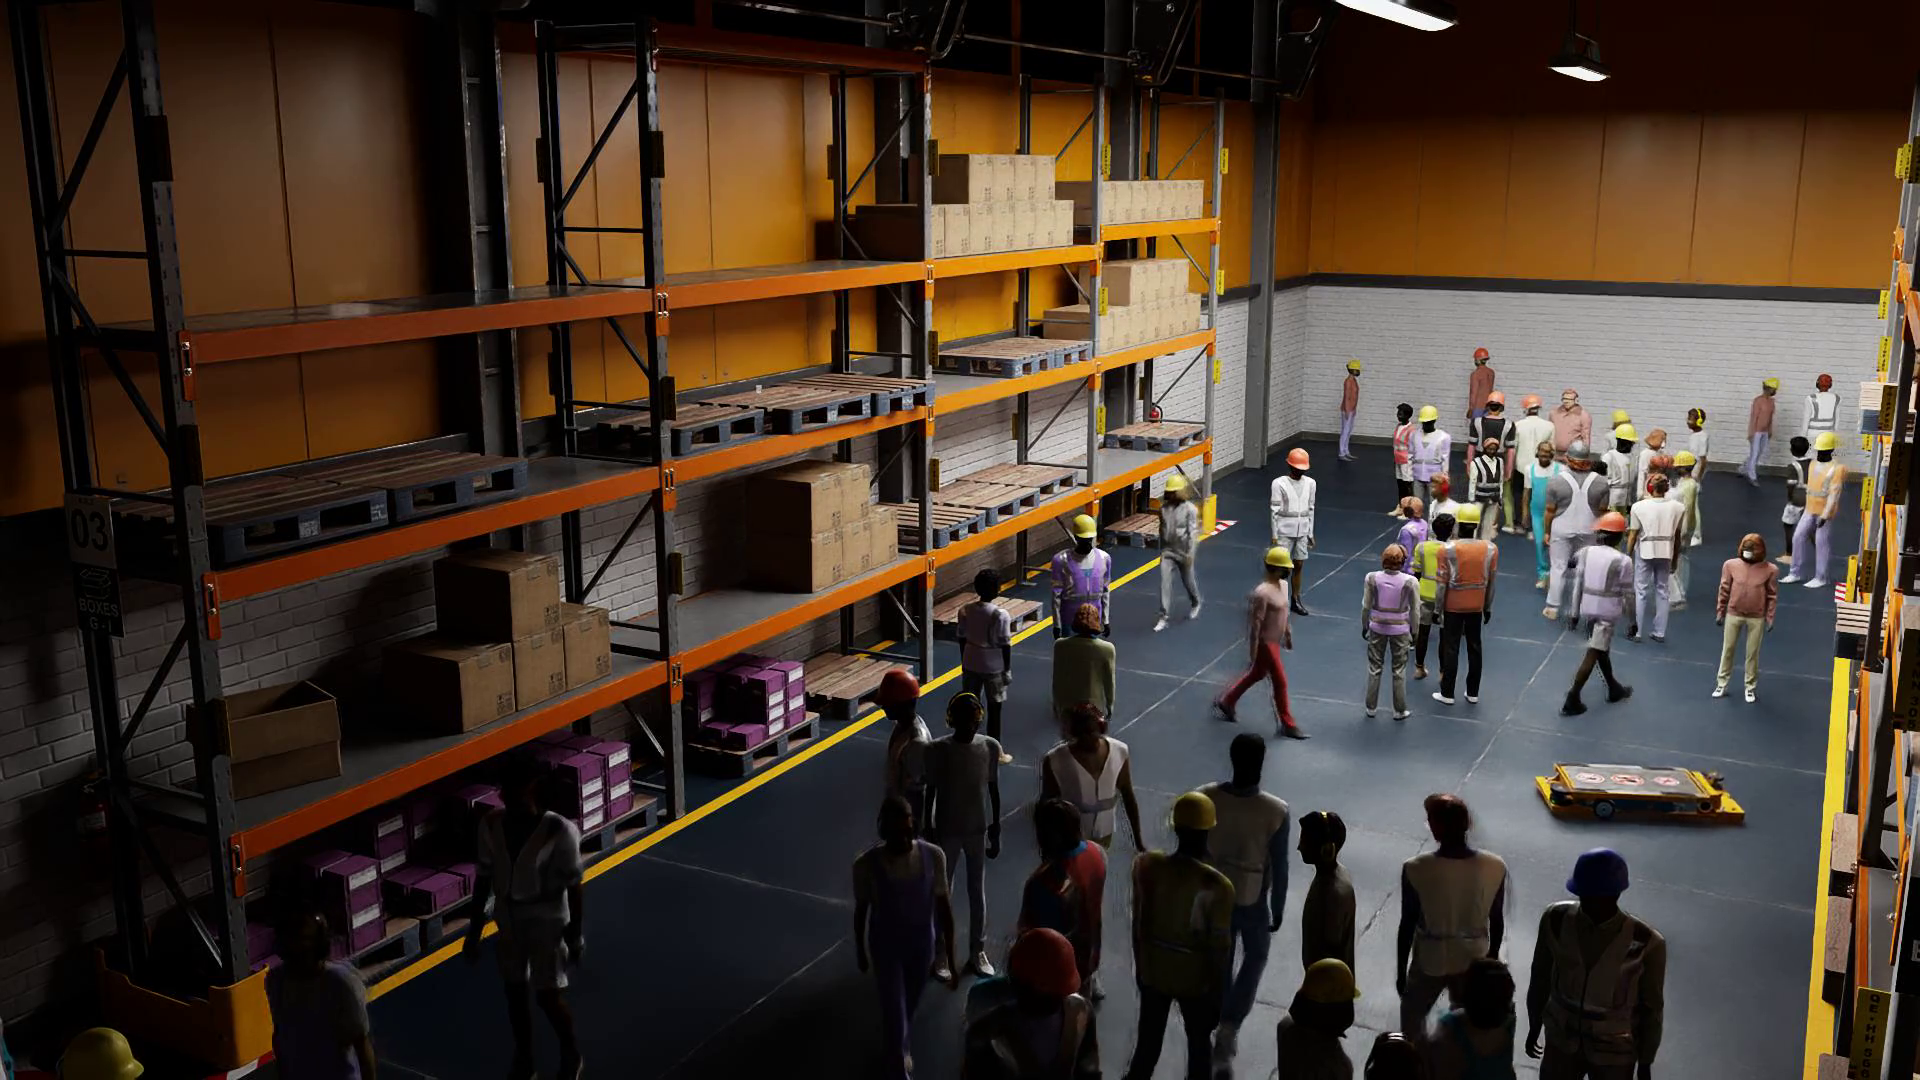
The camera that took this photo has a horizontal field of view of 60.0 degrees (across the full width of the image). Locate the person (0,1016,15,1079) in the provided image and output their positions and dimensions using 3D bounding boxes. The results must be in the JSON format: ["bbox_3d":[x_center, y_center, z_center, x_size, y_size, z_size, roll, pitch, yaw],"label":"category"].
[{"bbox_3d":[-4.215,2.590,7.001,0.429,1.831,0.635,3,13,14],"label":"person"}]

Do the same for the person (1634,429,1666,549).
[{"bbox_3d":[9.119,-0.665,22.025,0.550,1.622,0.296,-9,16,-36],"label":"person"}]

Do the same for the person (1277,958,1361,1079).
[{"bbox_3d":[1.523,2.607,7.139,0.342,1.736,0.486,-5,14,-22],"label":"person"}]

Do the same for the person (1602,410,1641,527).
[{"bbox_3d":[9.218,-0.969,23.246,0.504,1.700,0.813,5,13,20],"label":"person"}]

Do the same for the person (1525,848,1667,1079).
[{"bbox_3d":[2.953,2.349,7.806,0.615,1.943,0.395,10,16,39],"label":"person"}]

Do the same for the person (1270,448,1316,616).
[{"bbox_3d":[3.757,-0.087,18.746,0.543,1.933,0.364,-4,13,-16],"label":"person"}]

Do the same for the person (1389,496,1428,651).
[{"bbox_3d":[4.729,0.348,17.461,0.309,1.636,0.522,9,16,36],"label":"person"}]

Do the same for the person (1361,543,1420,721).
[{"bbox_3d":[3.939,0.842,15.245,0.524,1.639,0.308,6,14,24],"label":"person"}]

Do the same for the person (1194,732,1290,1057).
[{"bbox_3d":[1.559,2.010,9.429,0.595,1.905,0.614,7,14,27],"label":"person"}]

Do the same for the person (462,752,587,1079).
[{"bbox_3d":[-2.335,2.077,8.996,0.657,1.961,0.414,5,13,20],"label":"person"}]

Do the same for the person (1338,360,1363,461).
[{"bbox_3d":[6.775,-2.247,28.812,0.340,1.760,0.527,6,14,25],"label":"person"}]

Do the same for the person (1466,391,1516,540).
[{"bbox_3d":[7.234,-1.017,22.696,0.612,2.030,0.403,4,13,17],"label":"person"}]

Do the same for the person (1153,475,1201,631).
[{"bbox_3d":[2.426,0.106,18.379,0.494,1.721,0.784,8,15,31],"label":"person"}]

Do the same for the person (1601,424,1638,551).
[{"bbox_3d":[8.106,-0.479,20.511,0.586,1.927,0.371,-10,16,-37],"label":"person"}]

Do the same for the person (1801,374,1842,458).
[{"bbox_3d":[13.316,-1.634,25.784,0.574,1.883,0.356,0,13,-1],"label":"person"}]

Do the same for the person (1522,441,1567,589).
[{"bbox_3d":[7.002,-0.294,19.939,0.556,1.810,0.424,8,15,33],"label":"person"}]

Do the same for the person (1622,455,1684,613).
[{"bbox_3d":[7.861,-0.065,18.881,0.957,1.842,0.587,1,13,6],"label":"person"}]

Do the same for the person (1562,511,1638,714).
[{"bbox_3d":[5.987,0.670,15.483,1.013,1.883,0.559,-7,14,-29],"label":"person"}]

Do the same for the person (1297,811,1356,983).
[{"bbox_3d":[1.830,2.255,8.427,0.327,1.863,0.510,1,13,6],"label":"person"}]

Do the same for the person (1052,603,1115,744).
[{"bbox_3d":[0.982,1.298,13.242,0.504,1.622,0.299,2,13,7],"label":"person"}]

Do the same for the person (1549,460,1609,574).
[{"bbox_3d":[7.273,-0.111,19.424,0.584,1.679,0.542,4,13,17],"label":"person"}]

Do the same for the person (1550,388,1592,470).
[{"bbox_3d":[8.770,-1.252,24.050,0.404,1.897,0.652,-10,16,-39],"label":"person"}]

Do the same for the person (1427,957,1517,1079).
[{"bbox_3d":[2.182,2.583,7.130,0.522,1.785,0.868,-7,14,-29],"label":"person"}]

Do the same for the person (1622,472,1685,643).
[{"bbox_3d":[7.373,0.199,17.678,0.562,1.838,0.388,0,13,0],"label":"person"}]

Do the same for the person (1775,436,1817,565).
[{"bbox_3d":[10.725,-0.473,21.053,0.546,1.670,0.588,-5,13,-20],"label":"person"}]

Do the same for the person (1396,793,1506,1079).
[{"bbox_3d":[2.561,2.217,8.665,0.608,1.824,0.451,0,13,-2],"label":"person"}]

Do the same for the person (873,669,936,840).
[{"bbox_3d":[-0.353,1.745,10.560,0.390,1.927,0.548,-3,13,-12],"label":"person"}]

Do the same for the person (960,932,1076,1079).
[{"bbox_3d":[0.286,2.527,7.285,0.586,1.824,0.418,2,13,11],"label":"person"}]

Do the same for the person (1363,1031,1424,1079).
[{"bbox_3d":[1.619,2.738,6.315,0.507,1.838,0.337,1,13,6],"label":"person"}]

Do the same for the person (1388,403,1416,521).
[{"bbox_3d":[6.403,-1.133,23.976,0.320,1.692,0.536,-2,13,-11],"label":"person"}]

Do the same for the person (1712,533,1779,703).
[{"bbox_3d":[7.445,0.730,15.761,0.504,1.631,0.280,7,15,30],"label":"person"}]

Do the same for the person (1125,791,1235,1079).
[{"bbox_3d":[1.073,2.235,8.476,0.581,1.886,0.924,7,14,29],"label":"person"}]

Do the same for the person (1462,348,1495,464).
[{"bbox_3d":[8.880,-2.288,28.454,0.613,1.995,0.391,-10,16,-38],"label":"person"}]

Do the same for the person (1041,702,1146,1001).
[{"bbox_3d":[0.839,1.880,10.198,0.589,1.805,0.824,-6,14,-25],"label":"person"}]

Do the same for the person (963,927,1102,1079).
[{"bbox_3d":[0.386,2.544,6.774,0.623,2.008,0.860,-9,15,-35],"label":"person"}]

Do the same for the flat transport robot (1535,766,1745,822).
[{"bbox_3d":[5.373,1.992,13.187,1.431,0.197,0.652,2,13,8],"label":"flat transport robot"}]

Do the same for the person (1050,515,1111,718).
[{"bbox_3d":[1.110,0.710,15.186,0.586,1.928,0.364,-5,13,-20],"label":"person"}]

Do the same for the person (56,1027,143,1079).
[{"bbox_3d":[-3.273,2.724,6.415,0.403,1.824,0.596,4,13,16],"label":"person"}]

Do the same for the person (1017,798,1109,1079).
[{"bbox_3d":[0.509,2.217,8.648,0.429,1.839,0.622,7,15,30],"label":"person"}]

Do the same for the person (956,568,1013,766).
[{"bbox_3d":[0.215,1.074,14.070,0.537,1.698,0.320,9,16,36],"label":"person"}]

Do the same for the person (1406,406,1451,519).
[{"bbox_3d":[6.209,-0.840,22.150,0.580,1.919,0.390,10,16,37],"label":"person"}]

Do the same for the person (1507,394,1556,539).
[{"bbox_3d":[7.835,-1.015,22.812,0.699,1.966,0.620,2,13,9],"label":"person"}]

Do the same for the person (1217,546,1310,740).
[{"bbox_3d":[2.727,0.879,14.896,0.908,1.724,0.530,9,15,34],"label":"person"}]

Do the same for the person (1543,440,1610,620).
[{"bbox_3d":[6.861,-0.117,18.634,0.684,2.000,0.538,2,13,8],"label":"person"}]

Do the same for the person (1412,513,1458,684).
[{"bbox_3d":[4.698,0.569,16.336,0.539,1.695,0.319,11,16,40],"label":"person"}]

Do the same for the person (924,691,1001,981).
[{"bbox_3d":[0.014,1.829,10.338,0.509,1.860,0.333,-3,13,-12],"label":"person"}]

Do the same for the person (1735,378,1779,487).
[{"bbox_3d":[12.723,-1.738,26.580,0.554,1.739,0.550,-9,15,-35],"label":"person"}]

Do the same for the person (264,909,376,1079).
[{"bbox_3d":[-2.849,2.469,7.588,0.532,1.817,0.800,4,13,15],"label":"person"}]

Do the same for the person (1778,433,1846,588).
[{"bbox_3d":[10.262,-0.343,19.945,0.604,1.904,0.598,-3,13,-14],"label":"person"}]

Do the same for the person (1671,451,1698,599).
[{"bbox_3d":[8.469,-0.176,19.541,0.339,1.761,0.524,3,13,14],"label":"person"}]

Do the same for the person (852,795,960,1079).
[{"bbox_3d":[-0.328,2.182,8.915,0.515,1.803,0.979,-4,13,-18],"label":"person"}]

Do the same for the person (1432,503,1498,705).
[{"bbox_3d":[4.729,0.607,15.648,0.588,1.927,0.371,-2,13,-7],"label":"person"}]

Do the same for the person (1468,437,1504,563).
[{"bbox_3d":[6.716,-0.501,21.262,0.512,1.639,0.311,-5,13,-19],"label":"person"}]
